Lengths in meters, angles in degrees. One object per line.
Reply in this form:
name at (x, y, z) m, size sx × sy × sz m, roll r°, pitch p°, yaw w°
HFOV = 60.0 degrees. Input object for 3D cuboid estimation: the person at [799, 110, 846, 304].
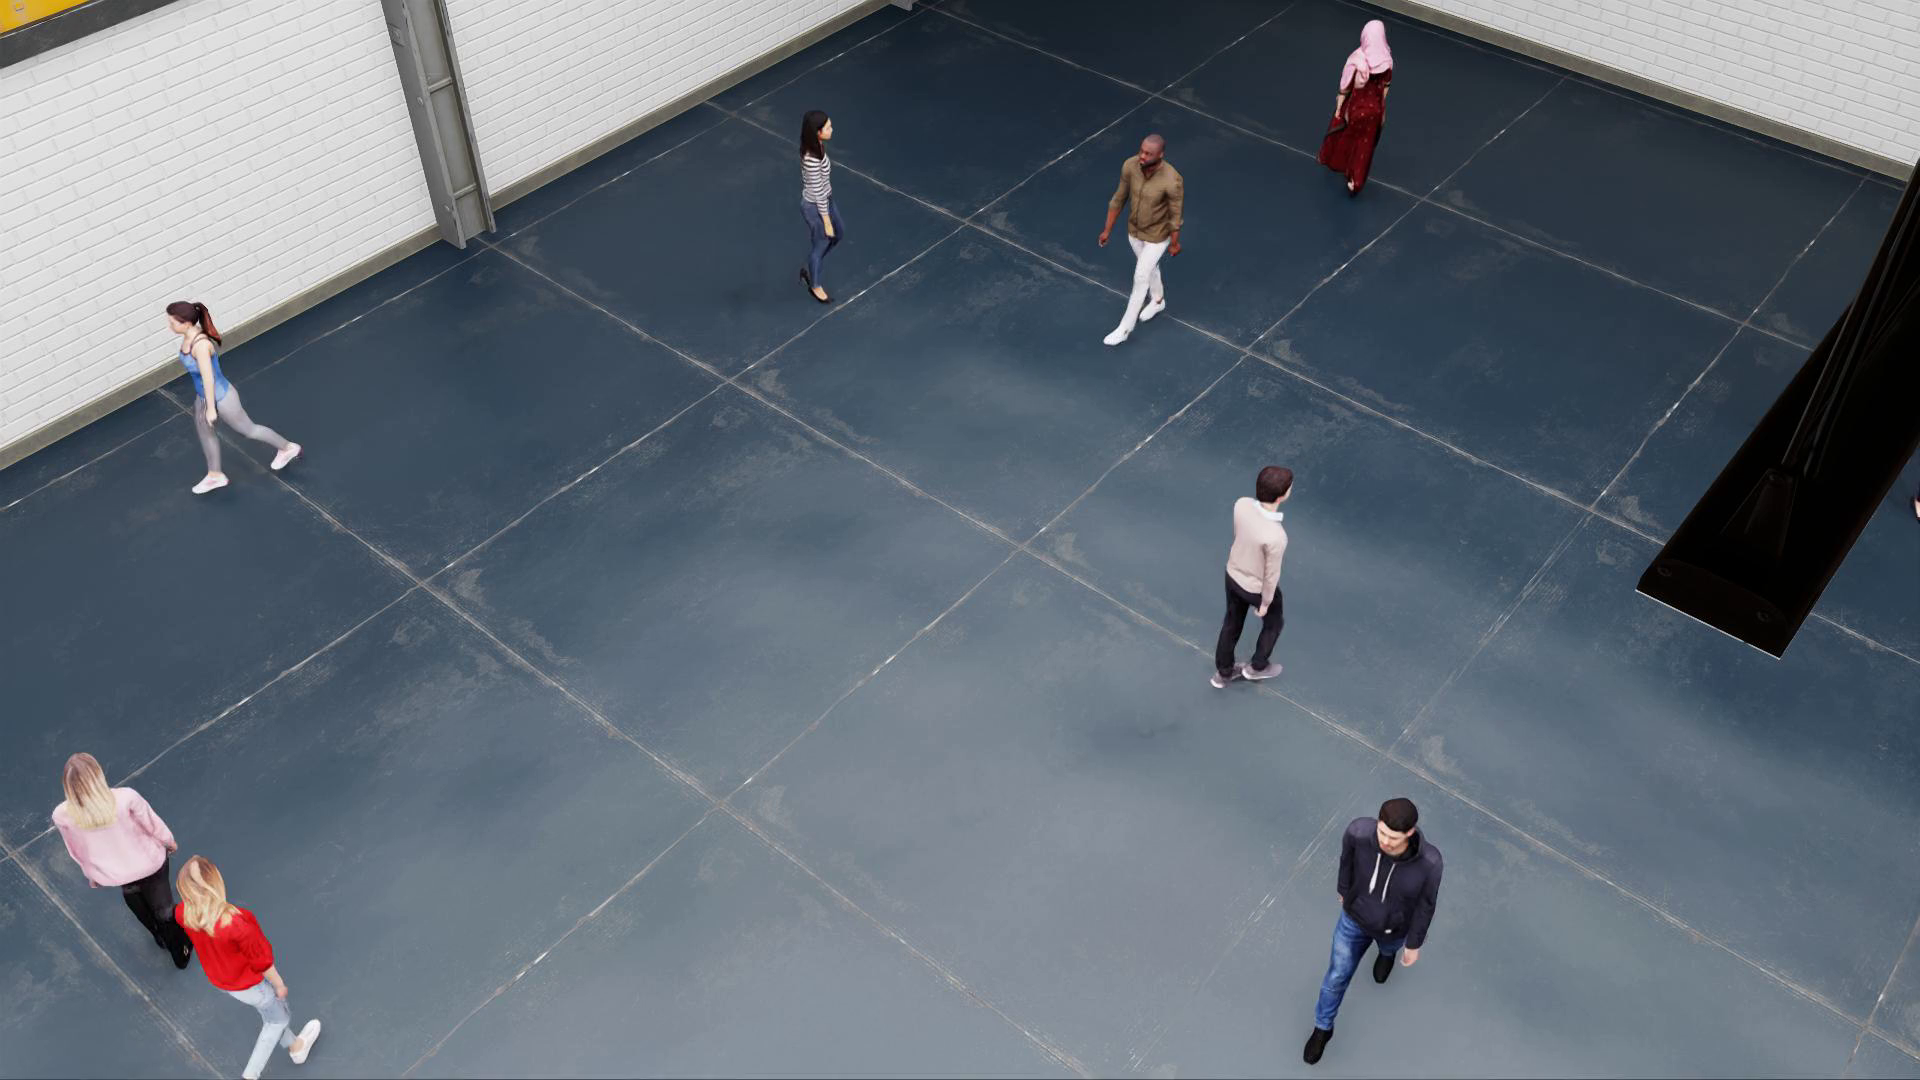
person at (-1.243, -2.661, 13.504) m, size 0.799 × 1.779 × 0.735 m, roll 0°, pitch 44°, yaw 0°

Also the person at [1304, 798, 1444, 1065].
person at (2.232, 1.893, 8.675) m, size 0.858 × 1.847 × 1.262 m, roll 20°, pitch 47°, yaw 20°

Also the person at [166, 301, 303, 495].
person at (-5.261, -1.046, 11.959) m, size 1.094 × 1.572 × 0.737 m, roll -27°, pitch 50°, yaw -26°

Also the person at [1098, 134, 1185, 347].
person at (1.565, -2.486, 13.316) m, size 1.111 × 1.786 × 0.823 m, roll -31°, pitch 52°, yaw -29°

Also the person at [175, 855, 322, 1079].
person at (-3.665, 2.266, 8.399) m, size 0.819 × 1.686 × 0.984 m, roll 14°, pitch 45°, yaw 14°

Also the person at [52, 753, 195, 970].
person at (-4.458, 1.792, 8.906) m, size 0.710 × 1.673 × 0.791 m, roll -11°, pitch 45°, yaw -11°

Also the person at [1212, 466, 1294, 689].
person at (1.763, 0.283, 10.403) m, size 0.772 × 1.794 × 0.716 m, roll -26°, pitch 49°, yaw -24°

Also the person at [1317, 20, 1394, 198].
person at (3.590, -3.810, 14.830) m, size 0.969 × 1.612 × 1.040 m, roll -2°, pitch 44°, yaw -2°
